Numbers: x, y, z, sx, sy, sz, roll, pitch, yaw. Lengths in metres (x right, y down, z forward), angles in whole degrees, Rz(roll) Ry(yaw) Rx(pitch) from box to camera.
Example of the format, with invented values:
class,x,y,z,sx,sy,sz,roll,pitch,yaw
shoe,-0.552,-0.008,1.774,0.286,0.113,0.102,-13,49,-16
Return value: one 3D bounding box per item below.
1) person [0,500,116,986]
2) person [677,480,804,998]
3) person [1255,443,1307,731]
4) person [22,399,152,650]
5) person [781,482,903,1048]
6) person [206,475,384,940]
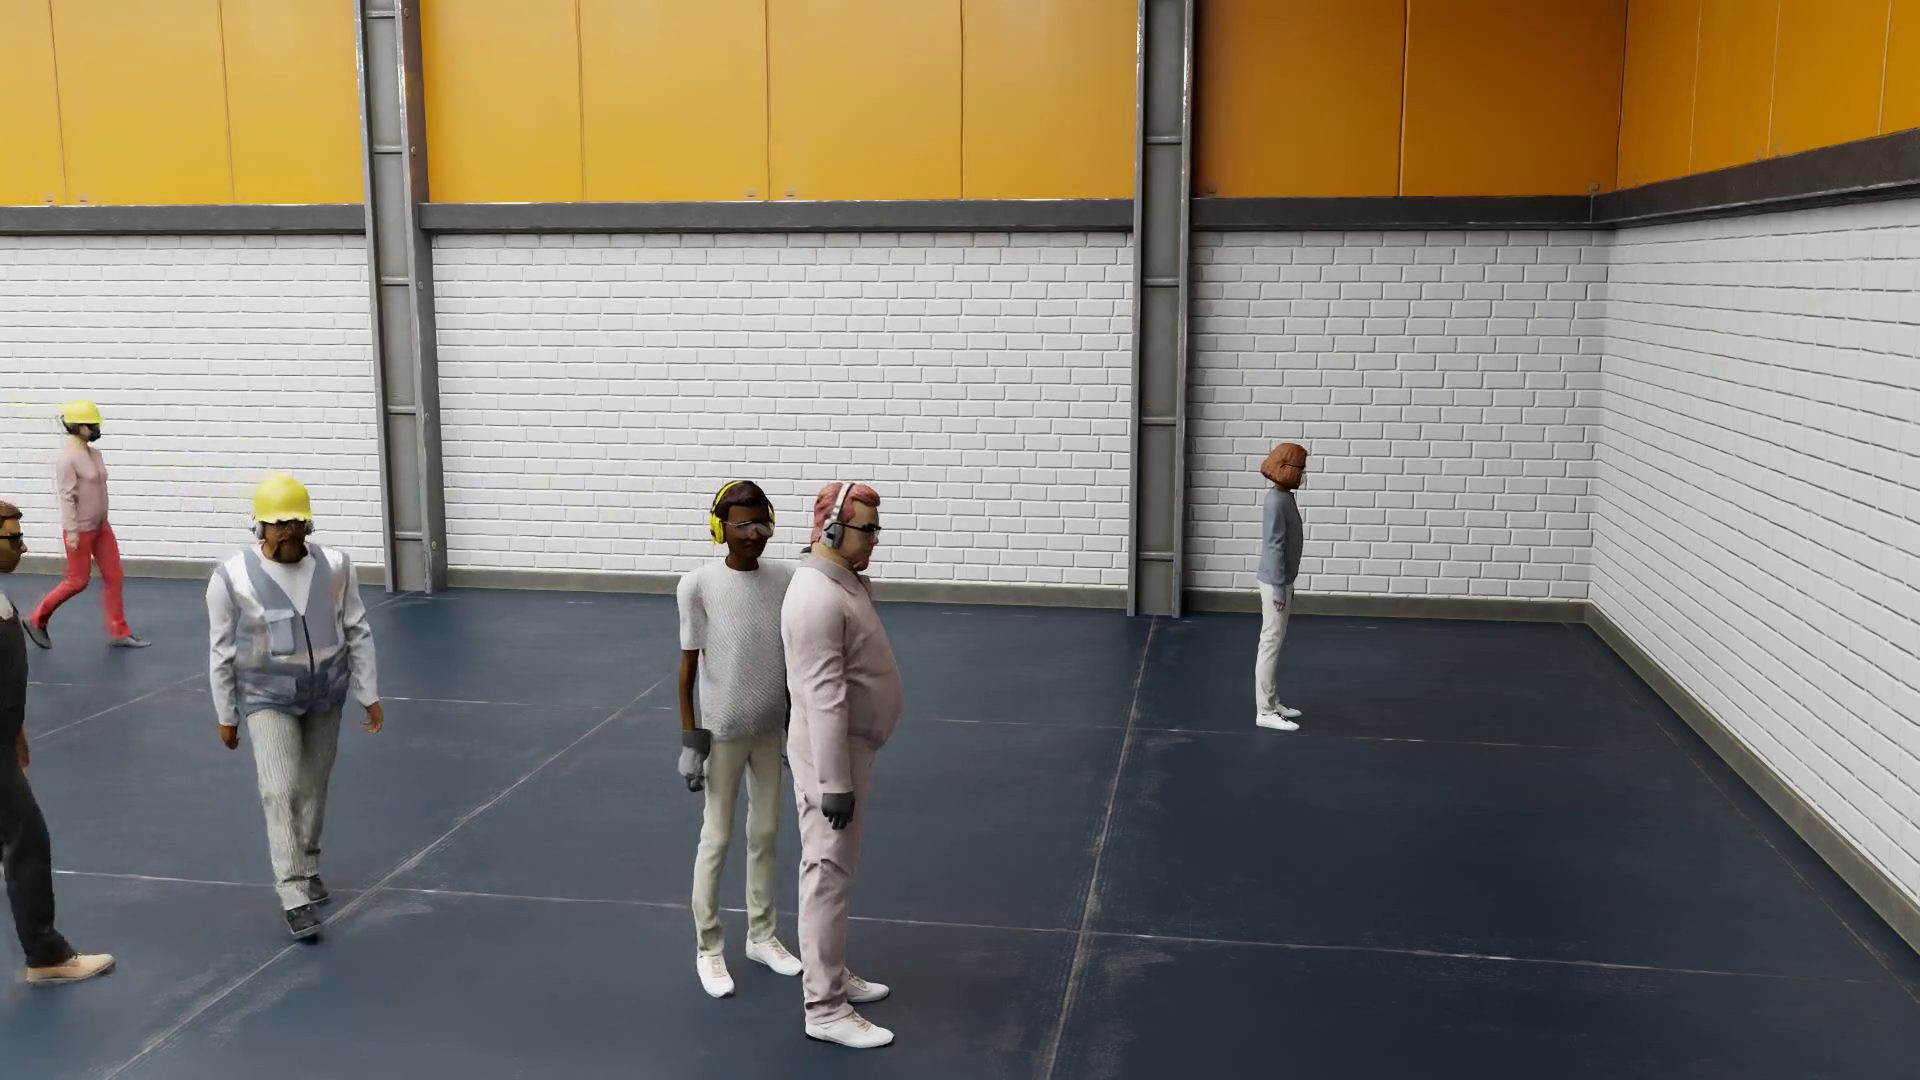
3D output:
class,x,y,z,sx,sy,sz,roll,pitch,yaw
person,-3.558,0.746,5.947,0.769,1.819,0.514,-3,10,-21
person,-0.780,0.703,6.045,0.533,1.868,0.310,-7,12,-38
person,1.840,0.256,9.526,0.285,1.632,0.498,3,10,15
person,-6.028,-0.094,11.369,0.745,1.742,0.526,0,9,0
person,-0.396,0.747,5.676,0.406,1.902,0.637,0,9,-3
person,-2.587,0.648,6.597,0.597,1.804,0.791,-9,13,-43
